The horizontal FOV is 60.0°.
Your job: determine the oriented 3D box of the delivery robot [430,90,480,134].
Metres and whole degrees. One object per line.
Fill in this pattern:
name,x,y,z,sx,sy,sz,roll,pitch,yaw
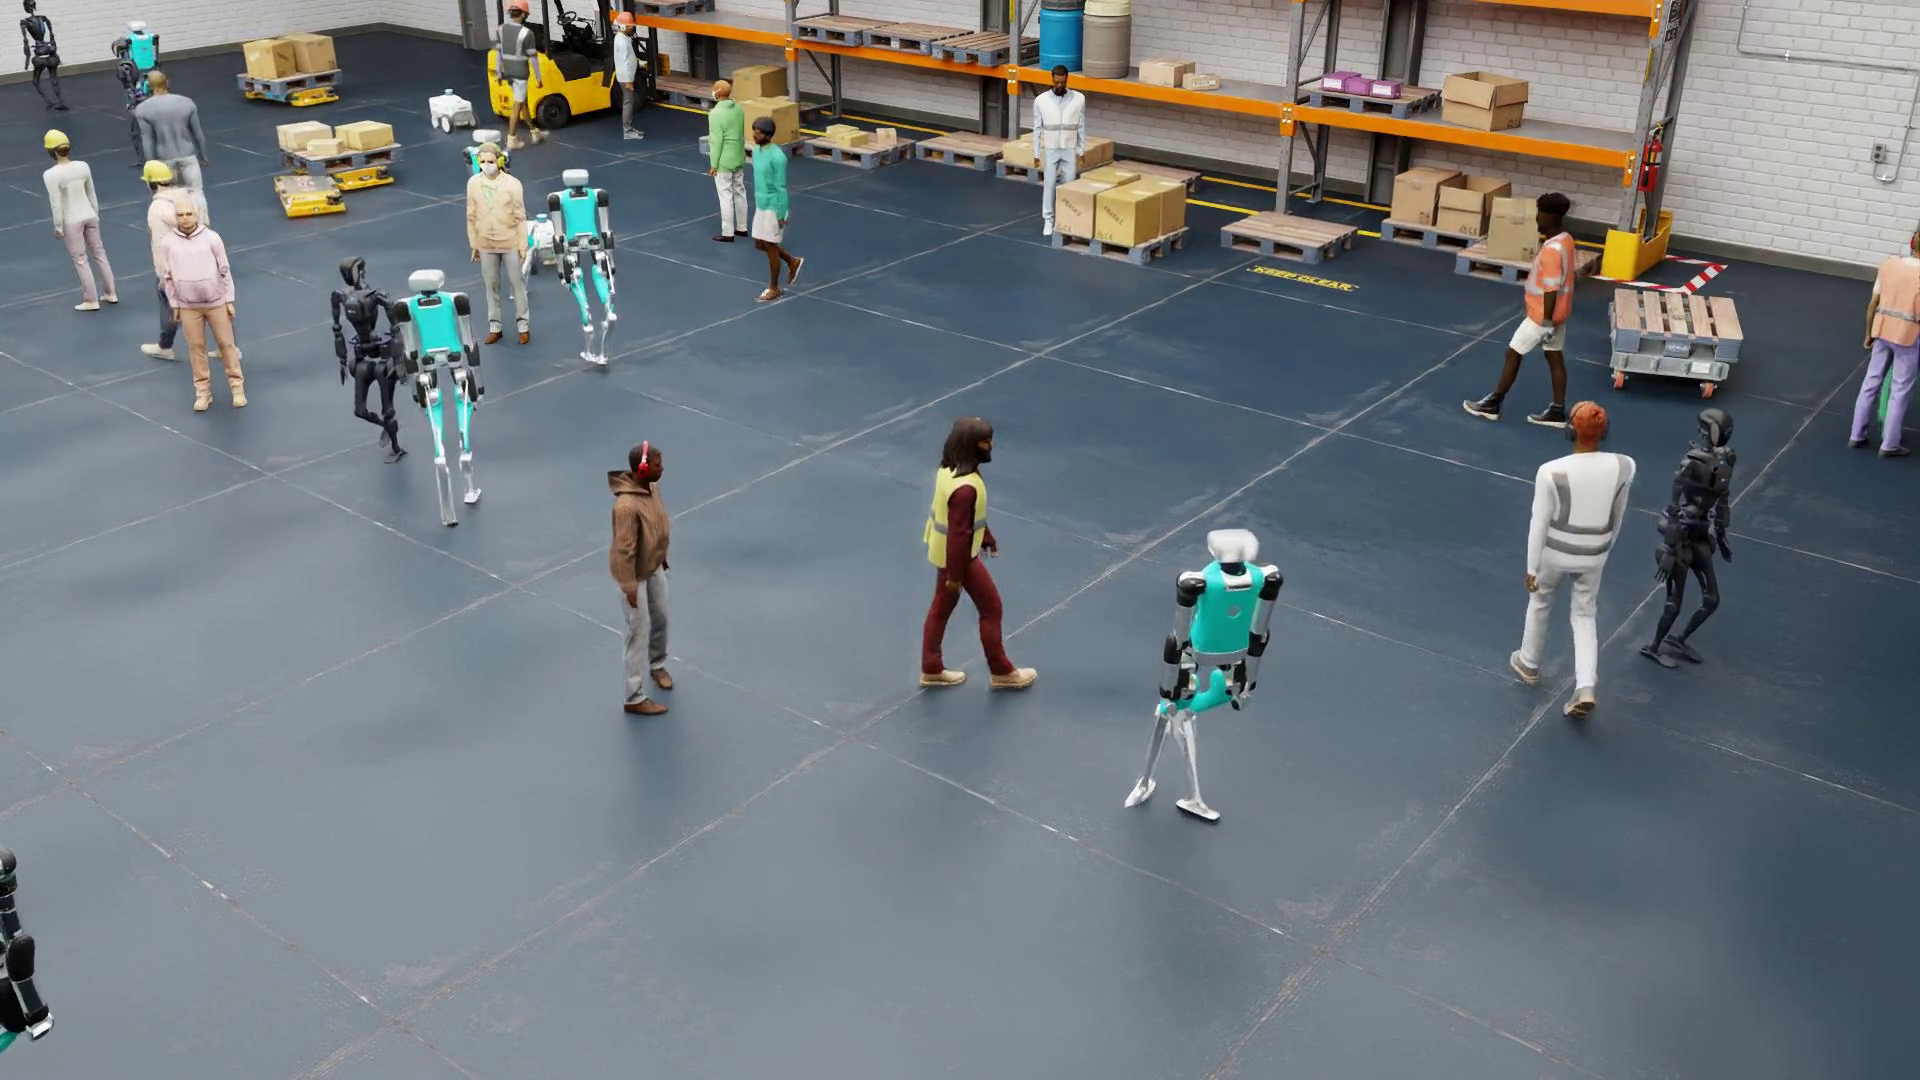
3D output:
delivery robot,-7.371,-6.224,24.129,0.499,0.593,0.789,-23,34,-39

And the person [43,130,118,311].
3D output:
person,-8.689,-3.136,16.343,0.324,1.766,0.532,10,27,19

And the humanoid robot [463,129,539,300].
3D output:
humanoid robot,-4.482,-3.197,16.626,0.531,1.888,0.718,13,29,25

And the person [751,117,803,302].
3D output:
person,-1.857,-3.333,16.683,0.584,1.833,0.506,-19,32,-34

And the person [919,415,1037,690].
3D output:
person,0.117,0.086,9.708,0.805,1.739,0.469,-5,26,-9

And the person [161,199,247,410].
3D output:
person,-6.335,-1.977,13.922,0.528,1.784,0.400,-7,27,-14

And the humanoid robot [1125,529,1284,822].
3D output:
humanoid robot,1.188,0.646,8.540,0.597,1.771,0.868,-6,26,-12

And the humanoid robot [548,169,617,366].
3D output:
humanoid robot,-3.278,-2.325,14.714,0.530,1.775,0.833,-9,27,-17

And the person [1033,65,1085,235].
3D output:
person,1.118,-4.410,18.827,0.597,1.907,0.413,-3,26,-6

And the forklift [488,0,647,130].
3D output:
forklift,-5.874,-7.334,24.552,1.214,2.155,2.313,19,32,34

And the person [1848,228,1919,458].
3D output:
person,7.312,-1.547,12.962,0.389,1.845,0.562,-15,30,-29

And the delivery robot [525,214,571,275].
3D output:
delivery robot,-4.443,-3.171,17.830,0.499,0.614,0.812,-12,28,-24

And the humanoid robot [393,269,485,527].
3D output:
humanoid robot,-3.710,-0.937,11.935,0.569,1.874,0.839,-4,26,-8

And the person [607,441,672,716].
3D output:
person,-1.836,0.191,9.611,0.357,1.629,0.540,8,27,17

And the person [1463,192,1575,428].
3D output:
person,4.654,-1.878,13.554,0.914,1.927,0.605,17,30,31

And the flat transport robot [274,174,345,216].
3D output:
flat transport robot,-7.967,-4.233,20.336,0.659,0.231,1.431,-12,28,-23

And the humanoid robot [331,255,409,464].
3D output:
humanoid robot,-4.529,-1.406,12.868,0.587,1.650,0.370,5,26,10

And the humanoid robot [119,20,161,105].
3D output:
humanoid robot,-11.321,-6.286,22.879,1.026,1.712,0.536,17,31,31

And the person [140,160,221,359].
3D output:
person,-7.075,-2.501,14.958,0.933,1.826,0.821,6,26,12

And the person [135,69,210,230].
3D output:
person,-8.712,-4.246,18.478,0.647,1.905,0.800,-14,29,-26

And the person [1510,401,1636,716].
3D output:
person,3.515,0.106,9.530,0.555,1.852,0.828,1,26,2

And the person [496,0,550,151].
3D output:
person,-5.995,-6.397,22.847,0.627,1.978,0.942,15,30,29

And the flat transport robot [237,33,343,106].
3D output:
flat transport robot,-10.477,-7.010,26.087,1.431,0.231,0.659,16,30,30

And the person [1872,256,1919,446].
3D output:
person,7.636,-1.666,13.219,0.678,1.824,0.597,-18,31,-32

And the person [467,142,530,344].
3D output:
person,-4.266,-2.749,15.419,0.552,1.877,0.414,0,26,1

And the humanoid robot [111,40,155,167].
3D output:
humanoid robot,-10.783,-5.749,21.875,0.622,1.630,0.614,-14,29,-26

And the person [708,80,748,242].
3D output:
person,-2.598,-4.233,18.597,0.383,1.784,0.538,15,30,28

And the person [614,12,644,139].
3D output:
person,-4.670,-6.538,23.420,0.347,1.739,0.571,-5,26,-11

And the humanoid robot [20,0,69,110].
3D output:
humanoid robot,-13.866,-7.333,25.137,0.397,1.641,0.600,10,27,19

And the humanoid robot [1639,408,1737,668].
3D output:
humanoid robot,4.386,-0.001,9.952,0.594,1.641,0.351,-16,30,-30

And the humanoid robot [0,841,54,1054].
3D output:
humanoid robot,-3.816,1.820,6.189,0.532,1.793,1.041,15,30,29

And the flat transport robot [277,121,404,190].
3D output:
flat transport robot,-7.925,-4.753,21.414,0.659,0.231,1.431,-22,33,-37
